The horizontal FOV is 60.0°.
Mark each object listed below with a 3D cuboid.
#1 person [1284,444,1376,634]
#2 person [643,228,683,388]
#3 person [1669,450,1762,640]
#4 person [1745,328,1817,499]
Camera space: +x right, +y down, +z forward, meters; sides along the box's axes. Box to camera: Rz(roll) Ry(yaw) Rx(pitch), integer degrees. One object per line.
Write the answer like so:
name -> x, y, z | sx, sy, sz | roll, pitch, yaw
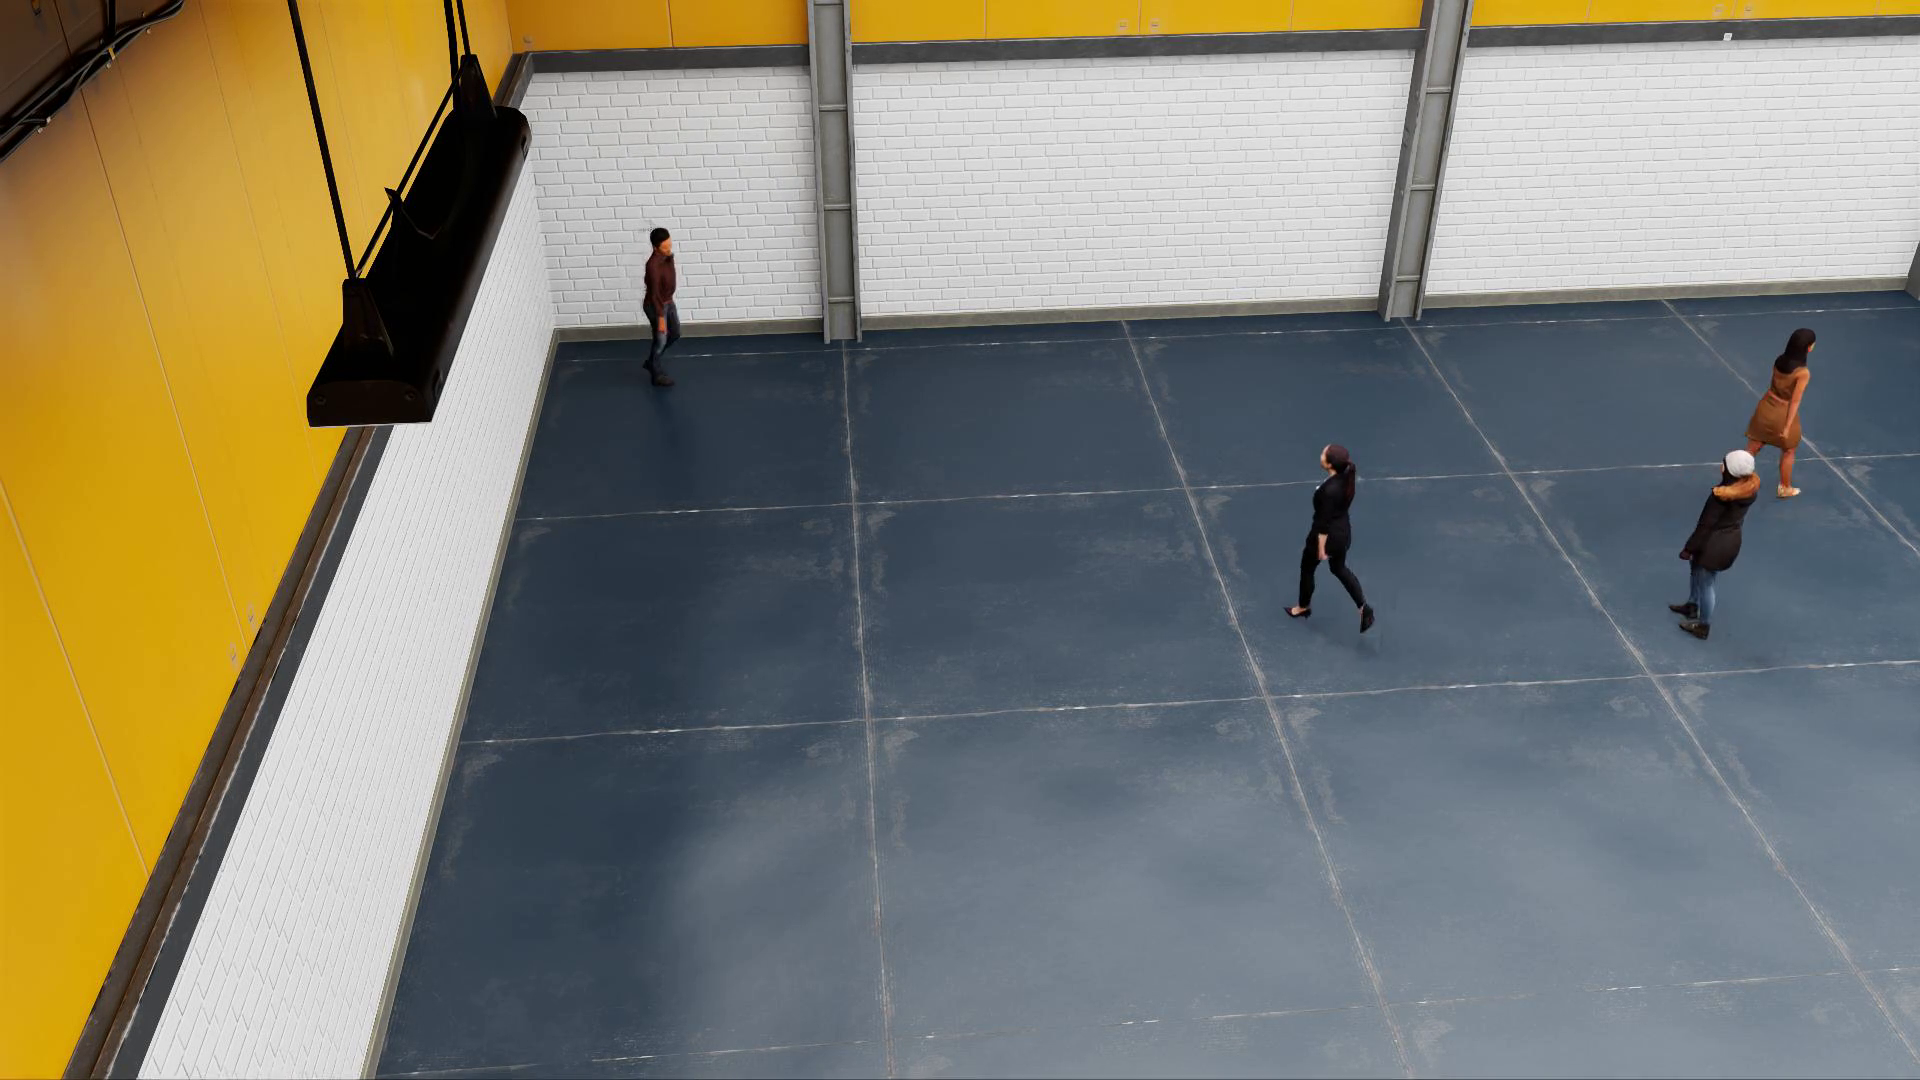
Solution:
person -> 2.916, 0.028, 12.780 | 1.031, 1.637, 1.009 | 28, 43, 36
person -> -2.957, -2.253, 16.121 | 0.859, 1.737, 0.806 | 2, 34, 3
person -> 5.859, 0.068, 12.729 | 0.764, 1.624, 0.828 | -29, 43, -36
person -> 6.968, -1.024, 14.340 | 0.943, 1.662, 0.680 | -9, 35, -13
